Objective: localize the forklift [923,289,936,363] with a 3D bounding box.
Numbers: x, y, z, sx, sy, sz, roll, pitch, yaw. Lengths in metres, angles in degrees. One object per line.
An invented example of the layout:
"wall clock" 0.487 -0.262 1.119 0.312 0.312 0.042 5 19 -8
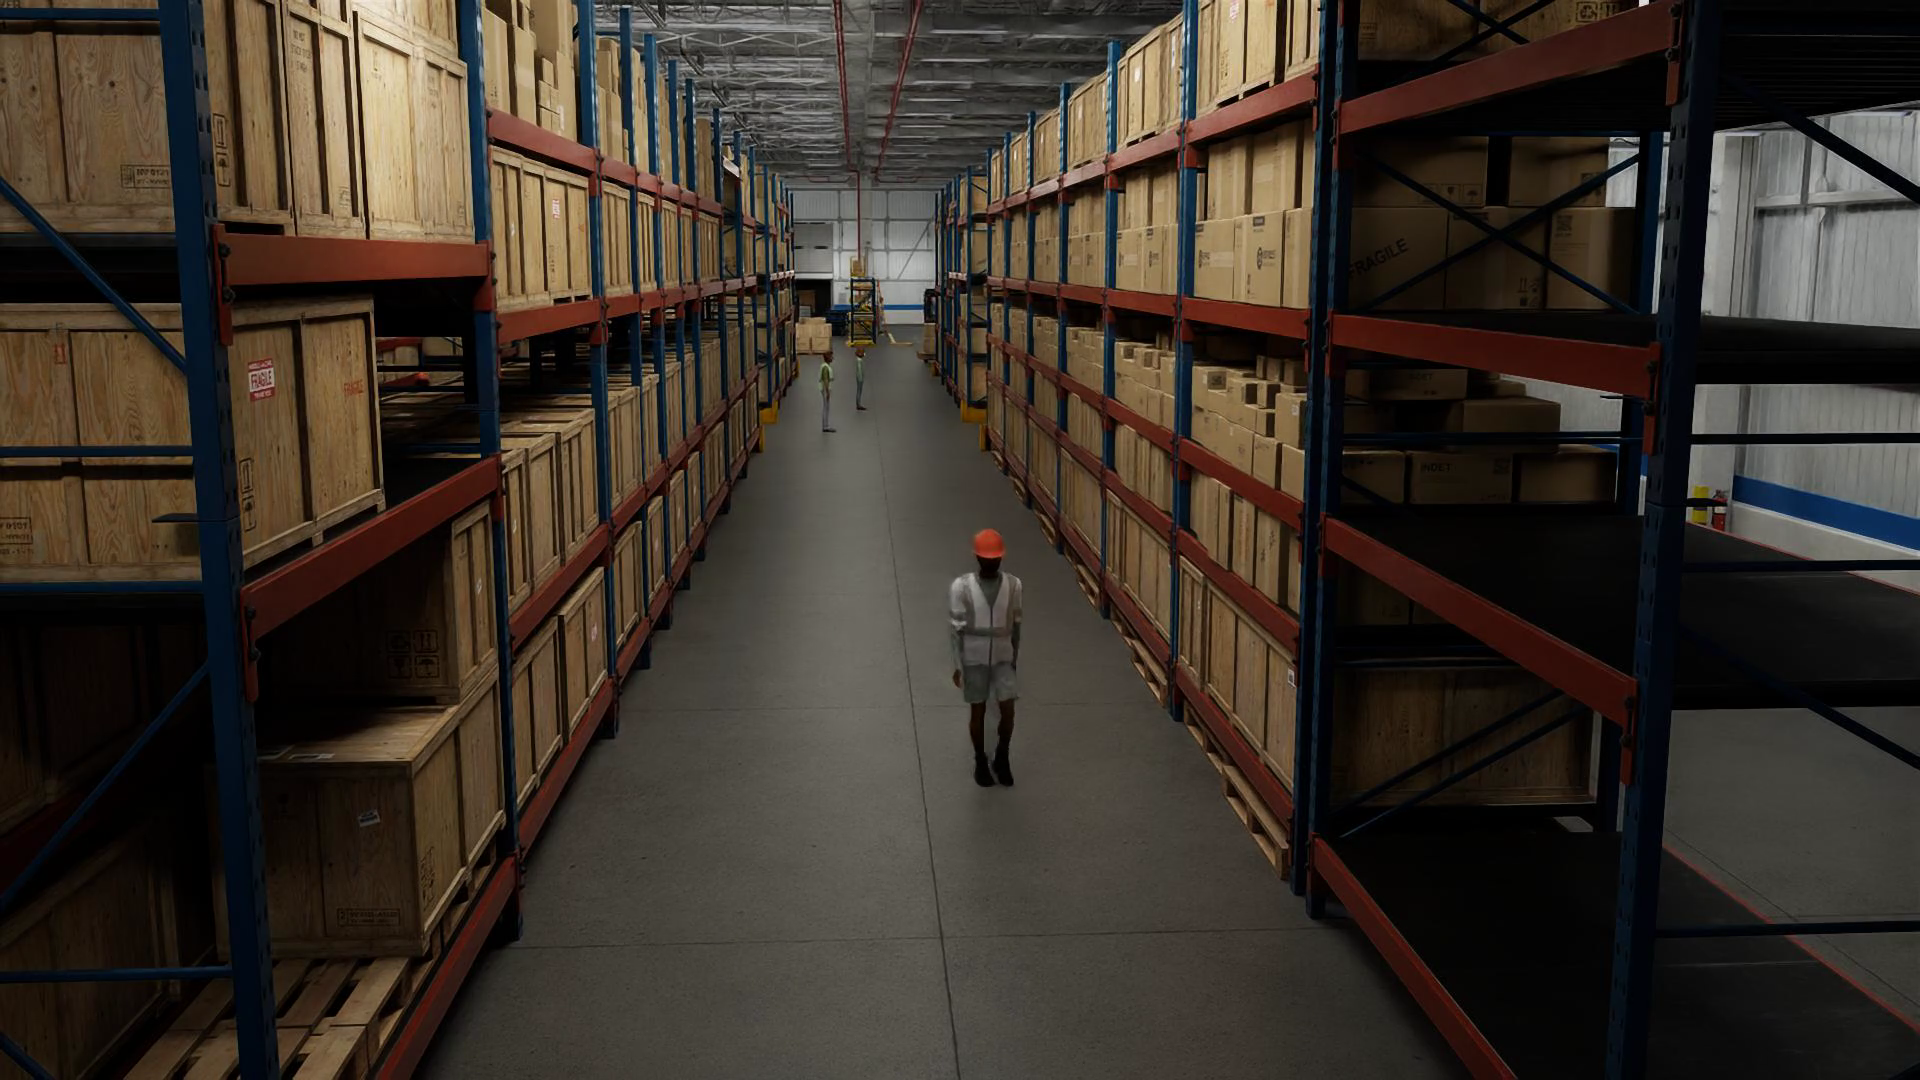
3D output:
"forklift" -0.834 -8.187 63.375 1.129 2.768 1.873 -1 10 -3

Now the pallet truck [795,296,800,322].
"pallet truck" -8.622 -12.439 91.403 1.885 1.965 0.823 2 10 13

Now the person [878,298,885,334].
"person" -4.236 -12.040 89.199 0.372 1.940 0.630 -1 10 -4

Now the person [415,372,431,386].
"person" -9.037 -1.851 28.136 0.638 1.998 0.984 -2 10 -12

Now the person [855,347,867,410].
"person" -2.577 -4.188 43.202 0.279 1.633 0.500 -1 10 -4

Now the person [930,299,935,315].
"person" -1.527 -11.862 88.266 0.499 1.895 0.576 6 11 30

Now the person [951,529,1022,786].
"person" 0.206 0.873 12.122 0.553 1.919 0.513 -2 10 -10

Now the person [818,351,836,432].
"person" -3.014 -3.357 37.606 0.389 1.846 0.565 -1 10 -4
